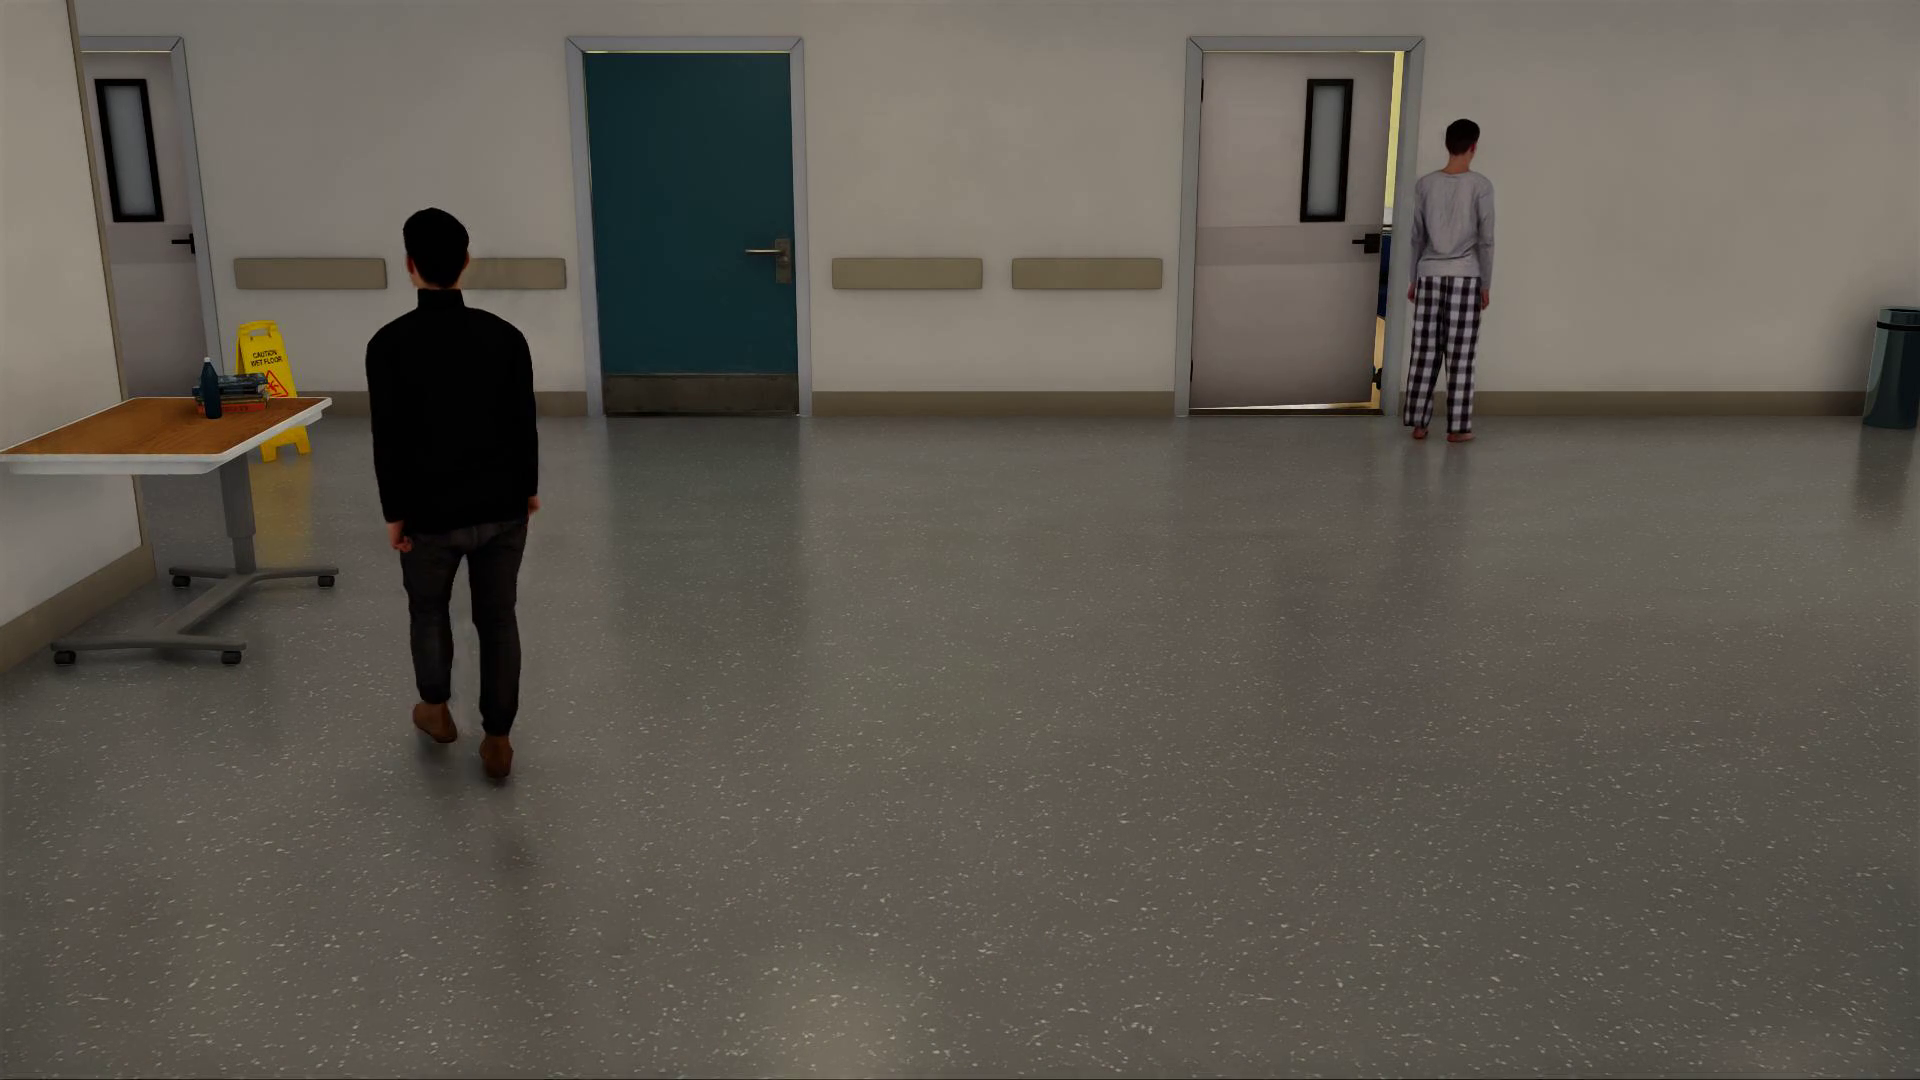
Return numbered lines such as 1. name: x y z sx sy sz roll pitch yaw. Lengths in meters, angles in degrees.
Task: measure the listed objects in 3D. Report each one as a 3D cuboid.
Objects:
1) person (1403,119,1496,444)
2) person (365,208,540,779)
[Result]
1. person: 2.839 -1.499 9.663 0.663 1.847 0.775 9 18 30
2. person: -1.477 -0.105 4.985 0.907 1.703 0.907 -6 17 -22
